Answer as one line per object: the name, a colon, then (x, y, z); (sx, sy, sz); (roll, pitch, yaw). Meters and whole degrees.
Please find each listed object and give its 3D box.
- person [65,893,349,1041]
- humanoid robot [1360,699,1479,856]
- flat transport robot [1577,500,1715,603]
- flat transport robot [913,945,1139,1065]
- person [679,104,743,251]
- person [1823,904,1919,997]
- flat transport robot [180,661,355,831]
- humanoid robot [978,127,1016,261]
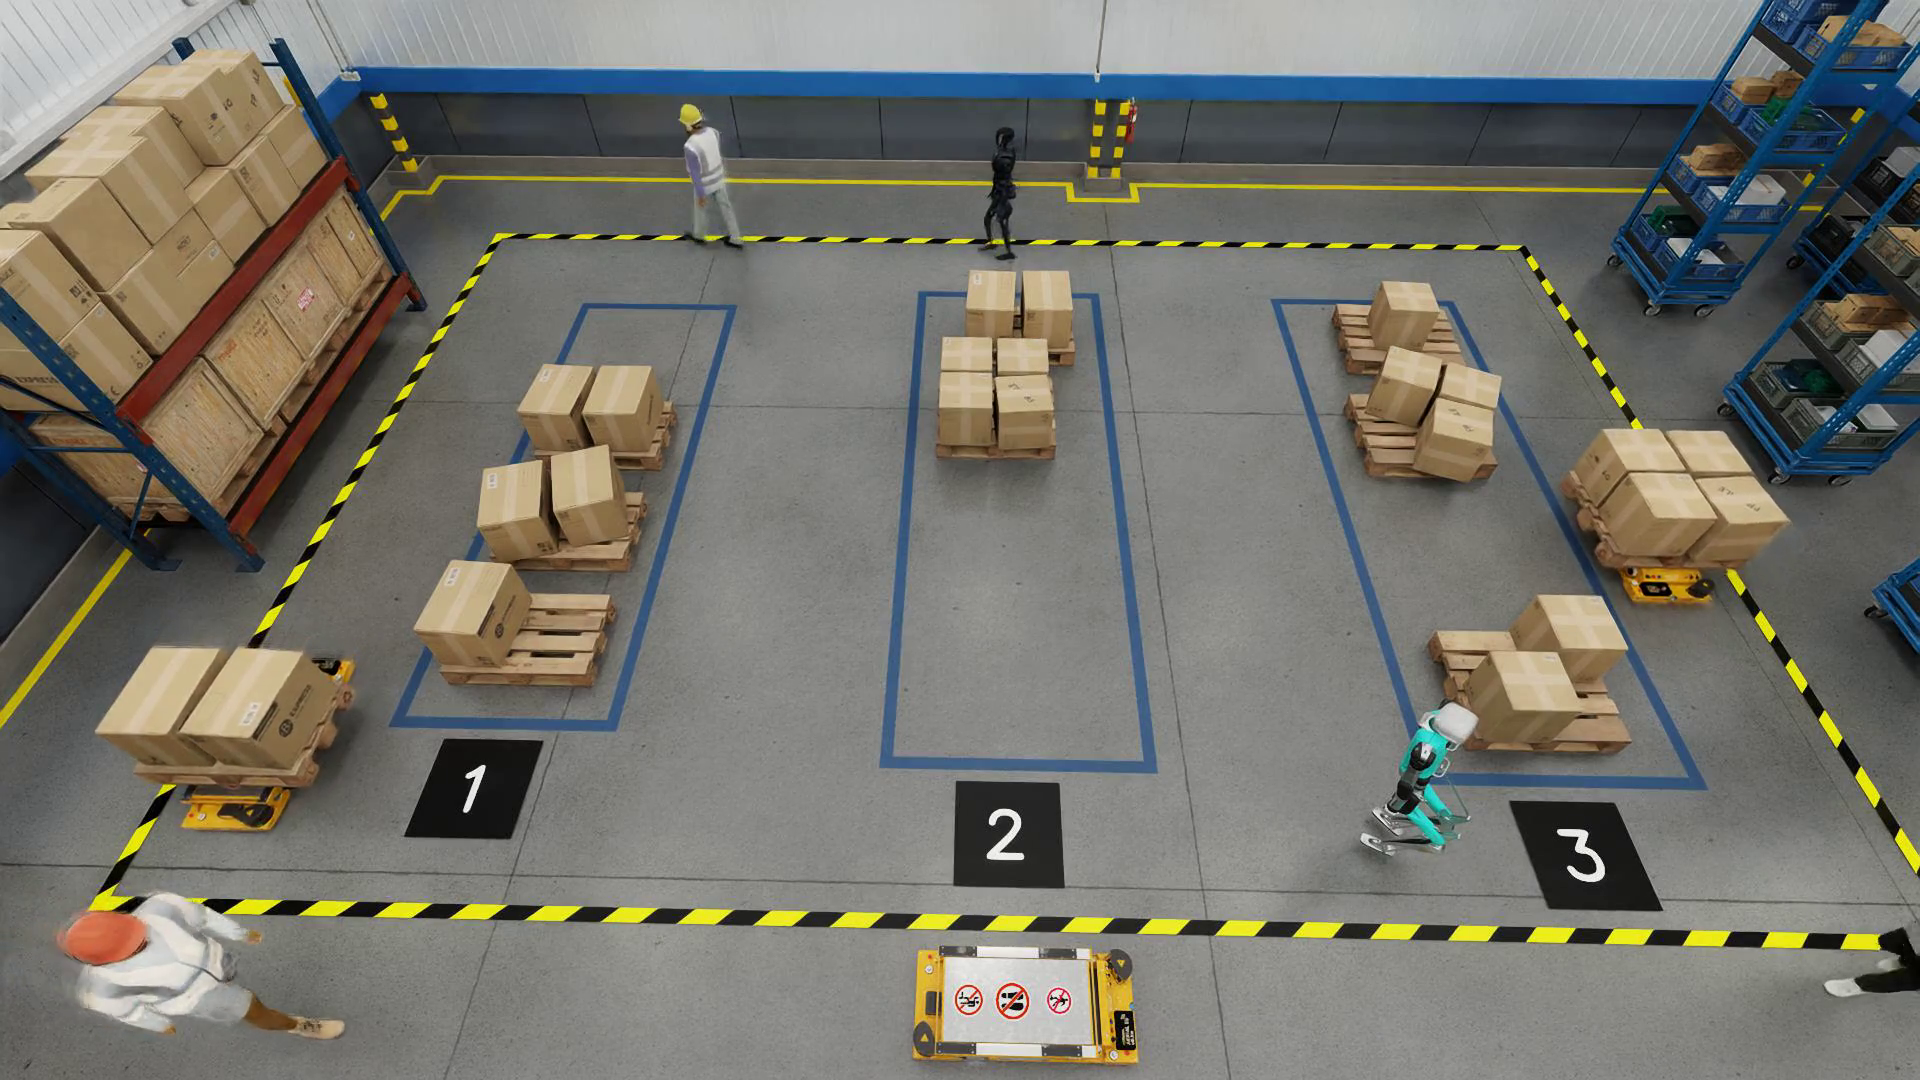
person: (-4.538, 2.518, 5.321); (0.983, 2.004, 0.607); (3, 51, 2)
humanoid robot: (3.164, 1.699, 6.070); (0.735, 1.672, 0.533); (34, 58, 24)
flat transport robot: (6.313, -0.053, 8.511); (0.652, 0.197, 1.431); (1, 51, 1)
flat transport robot: (0.422, 3.041, 6.007); (1.431, 0.231, 0.659); (1, 51, 1)
person: (-3.122, -4.350, 11.045); (0.863, 1.793, 0.629); (22, 54, 17)
person: (6.089, 2.433, 5.487); (0.504, 1.838, 0.607); (-2, 51, -1)
flat transport robot: (-5.433, 1.553, 7.202); (0.652, 0.197, 1.431); (1, 51, 1)
humanoid robot: (0.461, -4.078, 10.903); (0.515, 1.650, 0.600); (-7, 51, -6)
